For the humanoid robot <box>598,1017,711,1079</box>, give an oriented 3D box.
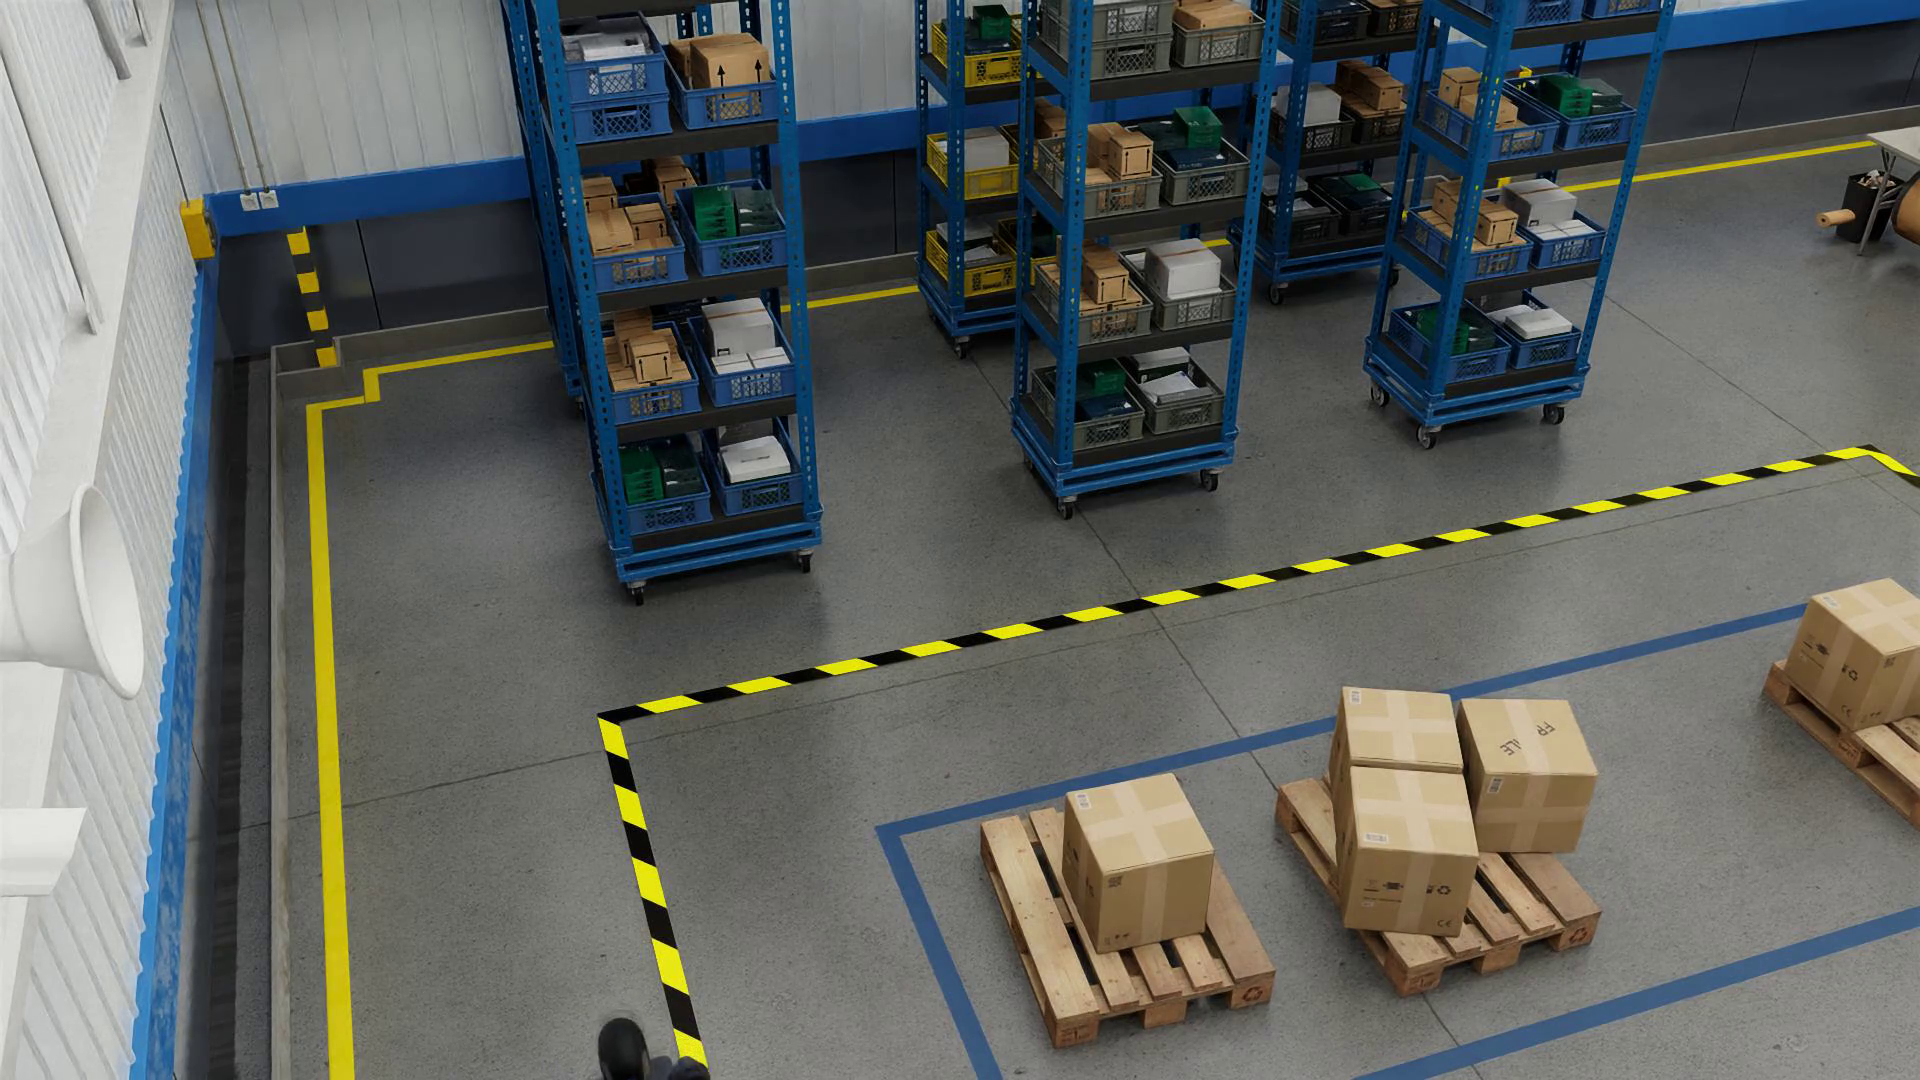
[{"bbox_3d":[-1.049,2.212,5.736,0.616,1.624,0.776,-17,39,-22],"label":"humanoid robot"}]
